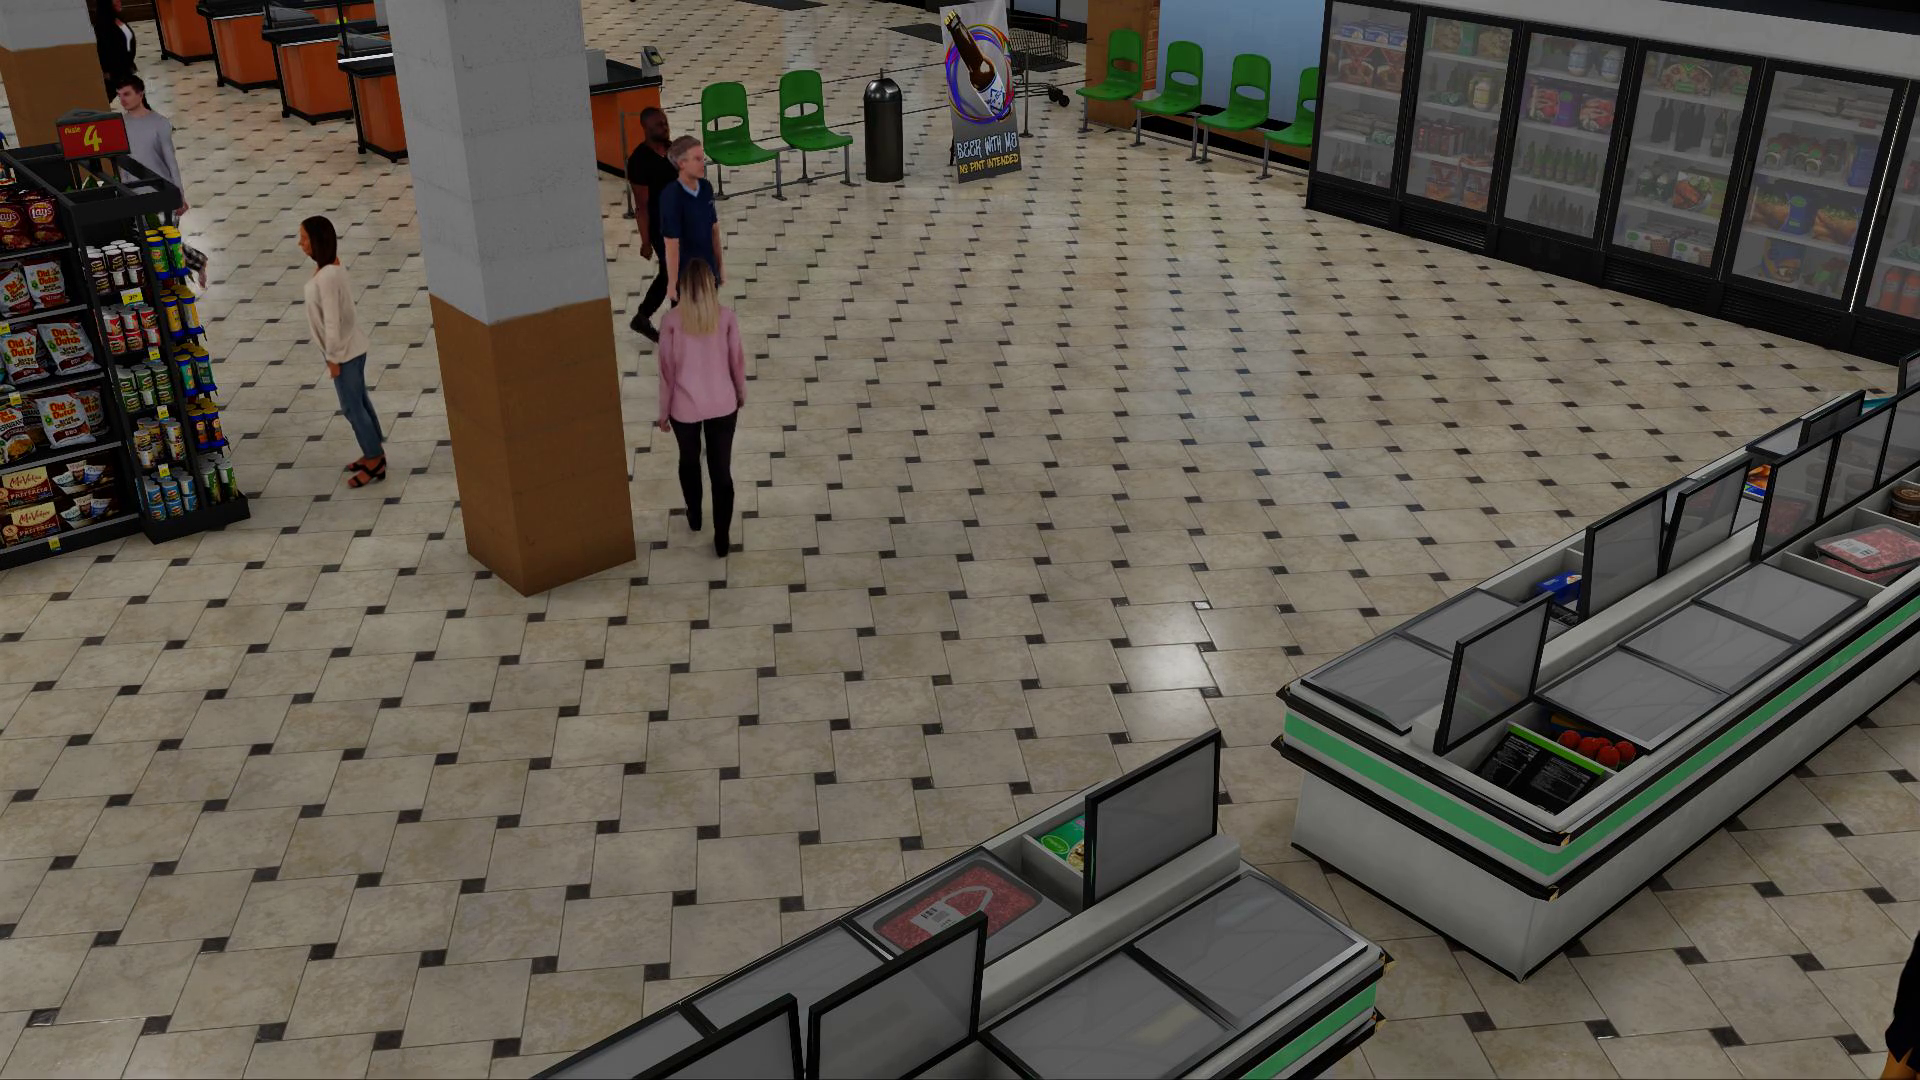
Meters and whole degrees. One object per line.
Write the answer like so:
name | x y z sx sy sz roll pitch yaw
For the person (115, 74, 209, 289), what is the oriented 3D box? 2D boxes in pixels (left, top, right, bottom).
person | -6.218 -2.702 12.971 1.040 1.818 1.167 6 27 12

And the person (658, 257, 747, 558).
person | -1.417 -0.691 9.181 0.907 1.660 0.928 -5 27 -10

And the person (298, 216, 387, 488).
person | -3.723 -1.148 10.065 0.674 1.676 0.682 -7 28 -14

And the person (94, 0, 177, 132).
person | -9.221 -5.113 18.001 1.229 1.569 0.959 -7 28 -14

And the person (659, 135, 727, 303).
person | -1.853 -1.758 11.065 0.836 1.858 0.721 15 30 27
